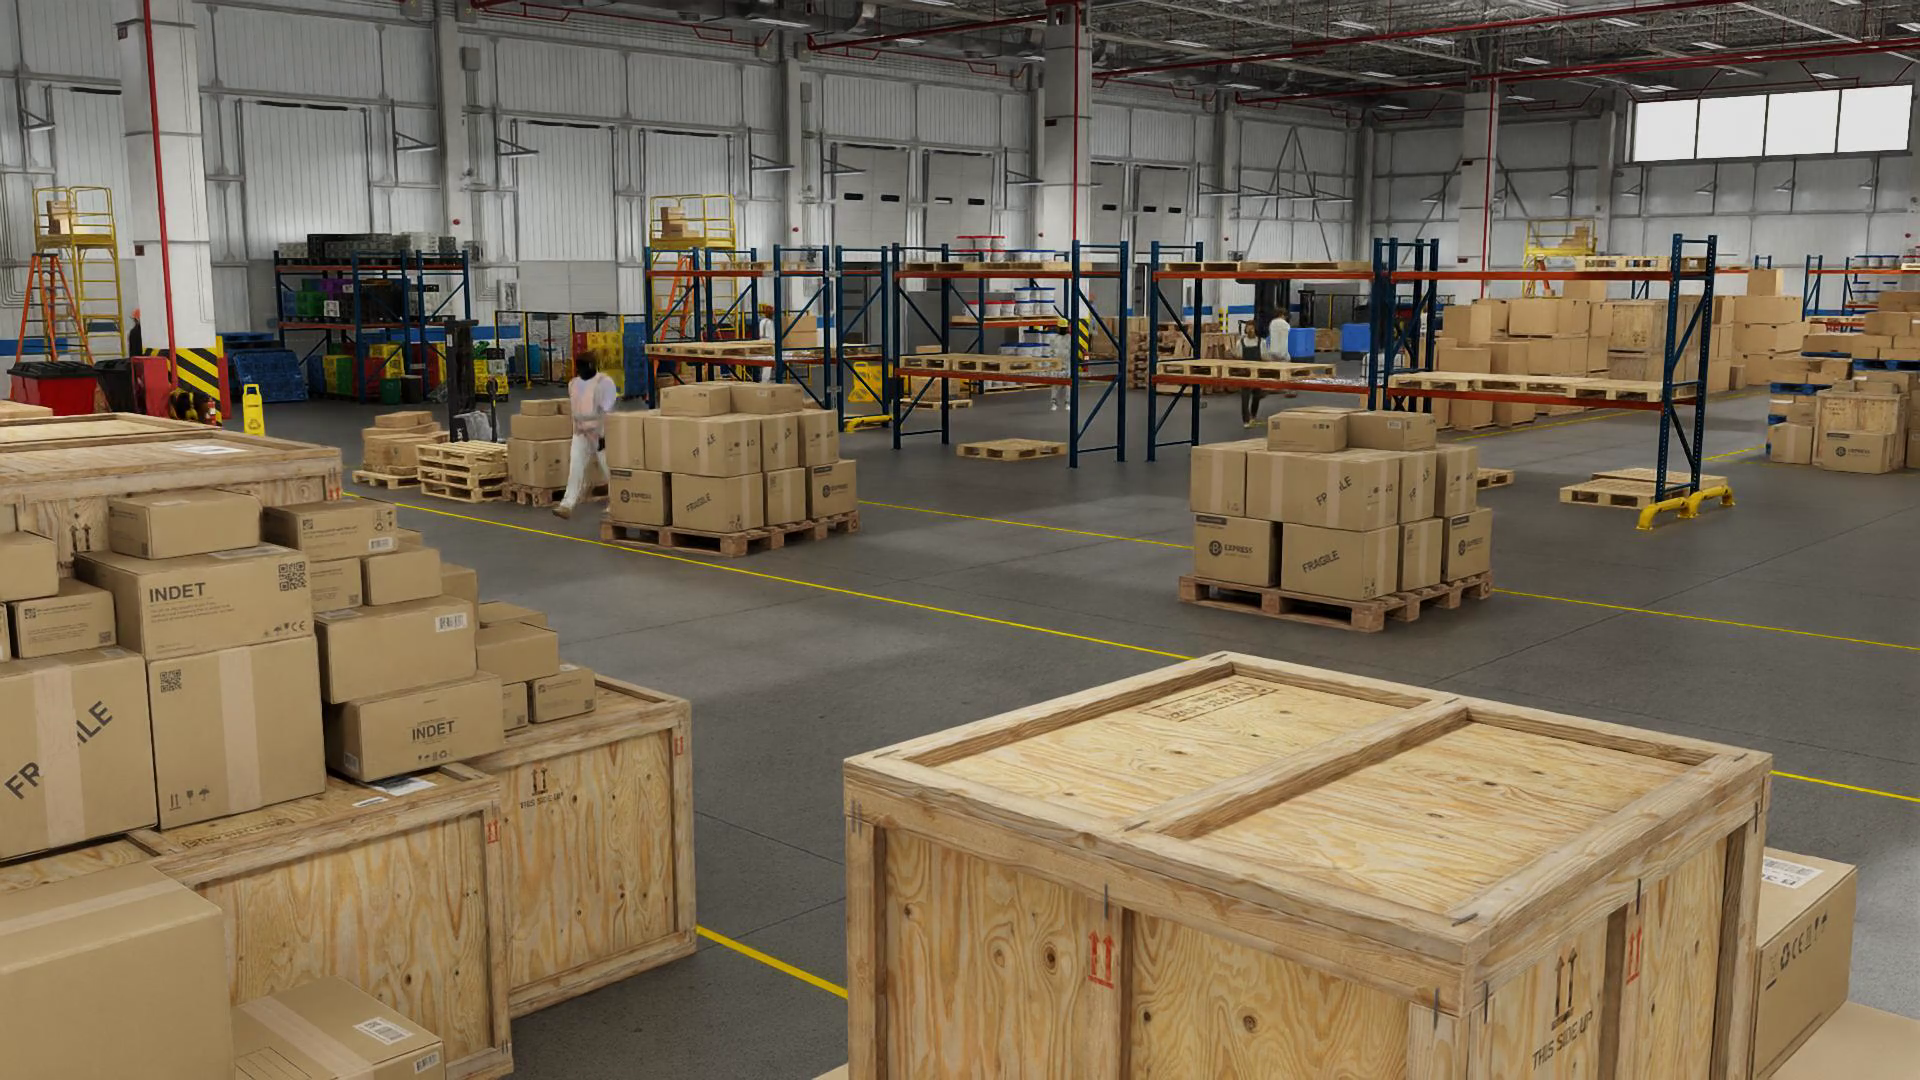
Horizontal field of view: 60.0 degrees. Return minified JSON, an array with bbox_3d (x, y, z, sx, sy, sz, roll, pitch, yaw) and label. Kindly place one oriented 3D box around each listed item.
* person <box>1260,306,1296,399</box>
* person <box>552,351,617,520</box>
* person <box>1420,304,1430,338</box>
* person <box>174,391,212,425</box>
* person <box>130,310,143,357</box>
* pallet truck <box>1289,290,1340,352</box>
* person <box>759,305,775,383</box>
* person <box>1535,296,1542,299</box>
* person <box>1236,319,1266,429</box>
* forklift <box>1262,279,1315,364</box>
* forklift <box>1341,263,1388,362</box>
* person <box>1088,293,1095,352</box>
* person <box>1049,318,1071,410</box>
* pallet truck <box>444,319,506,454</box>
[{"bbox_3d":[6.463,-3.827,34.043,0.839,1.904,0.627,-6,11,-32],"label":"person"},{"bbox_3d":[-3.939,-1.111,17.704,0.639,1.780,0.994,4,10,24],"label":"person"},{"bbox_3d":[13.467,-5.991,48.072,0.308,1.640,0.510,-5,11,-29],"label":"person"},{"bbox_3d":[-5.415,-0.140,11.726,1.009,1.819,0.533,-7,12,-37],"label":"person"},{"bbox_3d":[-14.082,-2.978,28.645,0.435,1.968,0.735,-7,12,-37],"label":"person"},{"bbox_3d":[11.297,-6.951,52.861,1.885,1.965,0.823,-5,11,-29],"label":"pallet truck"},{"bbox_3d":[-4.162,-4.125,35.885,0.337,1.883,0.583,-4,10,-26],"label":"person"},{"bbox_3d":[15.723,-5.717,45.577,0.952,1.911,0.628,-6,11,-31],"label":"person"},{"bbox_3d":[4.859,-2.782,27.832,0.522,1.825,0.642,1,9,6],"label":"person"},{"bbox_3d":[8.560,-6.090,44.881,1.873,2.768,1.129,9,13,43],"label":"forklift"},{"bbox_3d":[11.884,-6.474,47.236,1.873,2.768,1.129,4,10,21],"label":"forklift"},{"bbox_3d":[3.832,-6.654,51.270,0.670,1.927,0.502,-3,10,-19],"label":"person"},{"bbox_3d":[1.919,-3.299,31.281,0.484,1.737,0.323,1,9,6],"label":"person"},{"bbox_3d":[-6.981,-1.942,22.150,1.885,1.965,0.823,1,9,9],"label":"pallet truck"}]
